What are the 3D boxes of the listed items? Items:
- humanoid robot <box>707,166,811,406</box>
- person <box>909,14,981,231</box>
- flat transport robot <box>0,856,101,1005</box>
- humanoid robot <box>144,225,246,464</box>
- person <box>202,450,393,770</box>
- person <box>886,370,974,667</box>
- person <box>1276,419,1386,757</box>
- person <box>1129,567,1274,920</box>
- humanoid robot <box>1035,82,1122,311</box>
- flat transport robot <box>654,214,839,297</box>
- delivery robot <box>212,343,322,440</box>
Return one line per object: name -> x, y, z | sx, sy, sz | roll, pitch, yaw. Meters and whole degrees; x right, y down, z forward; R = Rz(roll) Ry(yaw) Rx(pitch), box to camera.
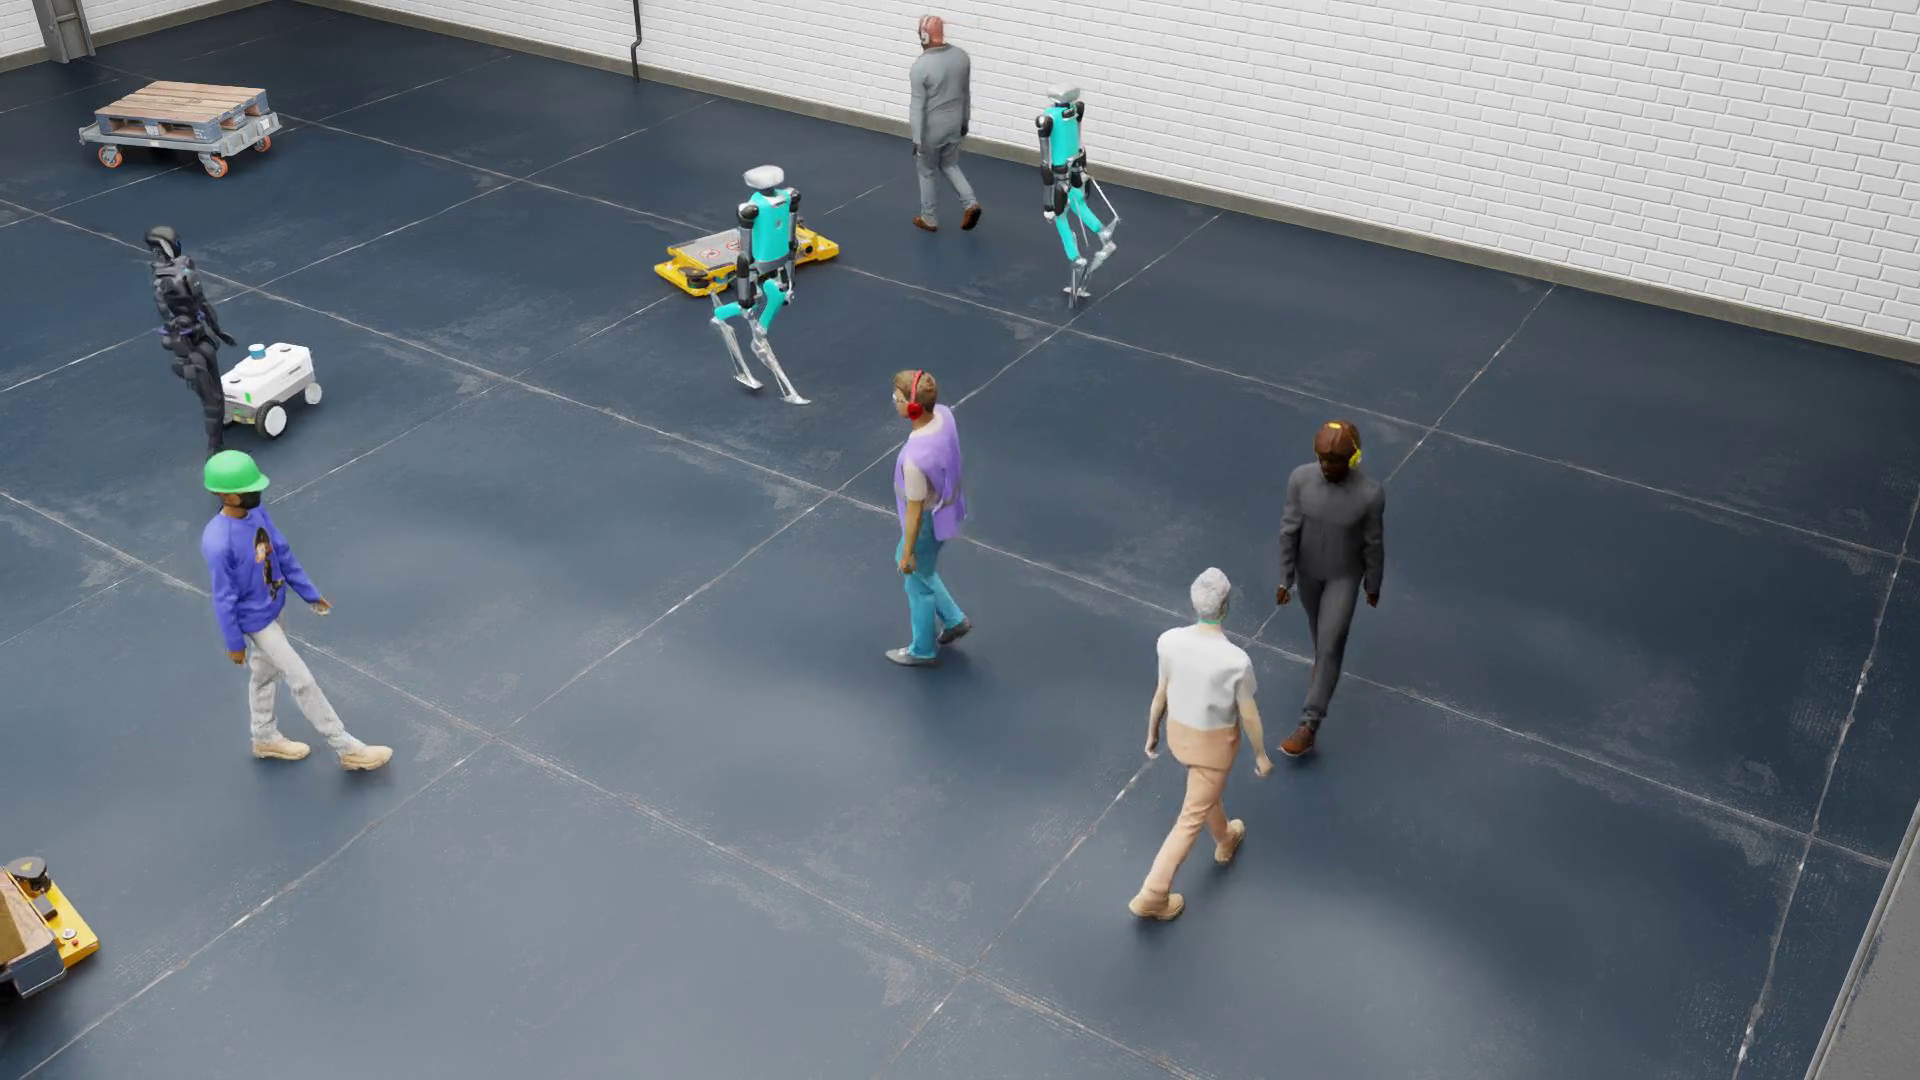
humanoid robot -> -1.450, -1.792, 11.691 | 0.890, 1.773, 0.550 | 24, 40, 33
person -> -0.133, -3.520, 14.231 | 0.675, 1.888, 0.642 | -25, 40, -34
flat transport robot -> -4.614, 1.937, 7.243 | 0.659, 0.231, 1.431 | 28, 42, 36
humanoid robot -> -5.026, -1.293, 10.957 | 0.333, 1.653, 0.600 | 1, 33, 1
person -> -3.320, 0.369, 8.225 | 0.825, 1.844, 0.471 | 1, 33, 1
person -> -0.200, -0.086, 8.937 | 0.453, 1.834, 0.586 | 8, 34, 12
person -> 1.887, 0.180, 8.541 | 0.525, 1.820, 1.011 | 19, 37, 26
person -> 1.098, 0.922, 7.505 | 0.535, 1.695, 0.870 | 26, 41, 34
humanoid robot -> 0.964, -2.592, 13.041 | 0.724, 1.897, 0.539 | 23, 39, 31
flat transport robot -> -1.790, -2.402, 13.993 | 1.431, 0.231, 0.659 | -24, 40, -32
delivery robot -> -4.881, -1.074, 11.670 | 0.499, 0.602, 0.801 | 11, 34, 17
